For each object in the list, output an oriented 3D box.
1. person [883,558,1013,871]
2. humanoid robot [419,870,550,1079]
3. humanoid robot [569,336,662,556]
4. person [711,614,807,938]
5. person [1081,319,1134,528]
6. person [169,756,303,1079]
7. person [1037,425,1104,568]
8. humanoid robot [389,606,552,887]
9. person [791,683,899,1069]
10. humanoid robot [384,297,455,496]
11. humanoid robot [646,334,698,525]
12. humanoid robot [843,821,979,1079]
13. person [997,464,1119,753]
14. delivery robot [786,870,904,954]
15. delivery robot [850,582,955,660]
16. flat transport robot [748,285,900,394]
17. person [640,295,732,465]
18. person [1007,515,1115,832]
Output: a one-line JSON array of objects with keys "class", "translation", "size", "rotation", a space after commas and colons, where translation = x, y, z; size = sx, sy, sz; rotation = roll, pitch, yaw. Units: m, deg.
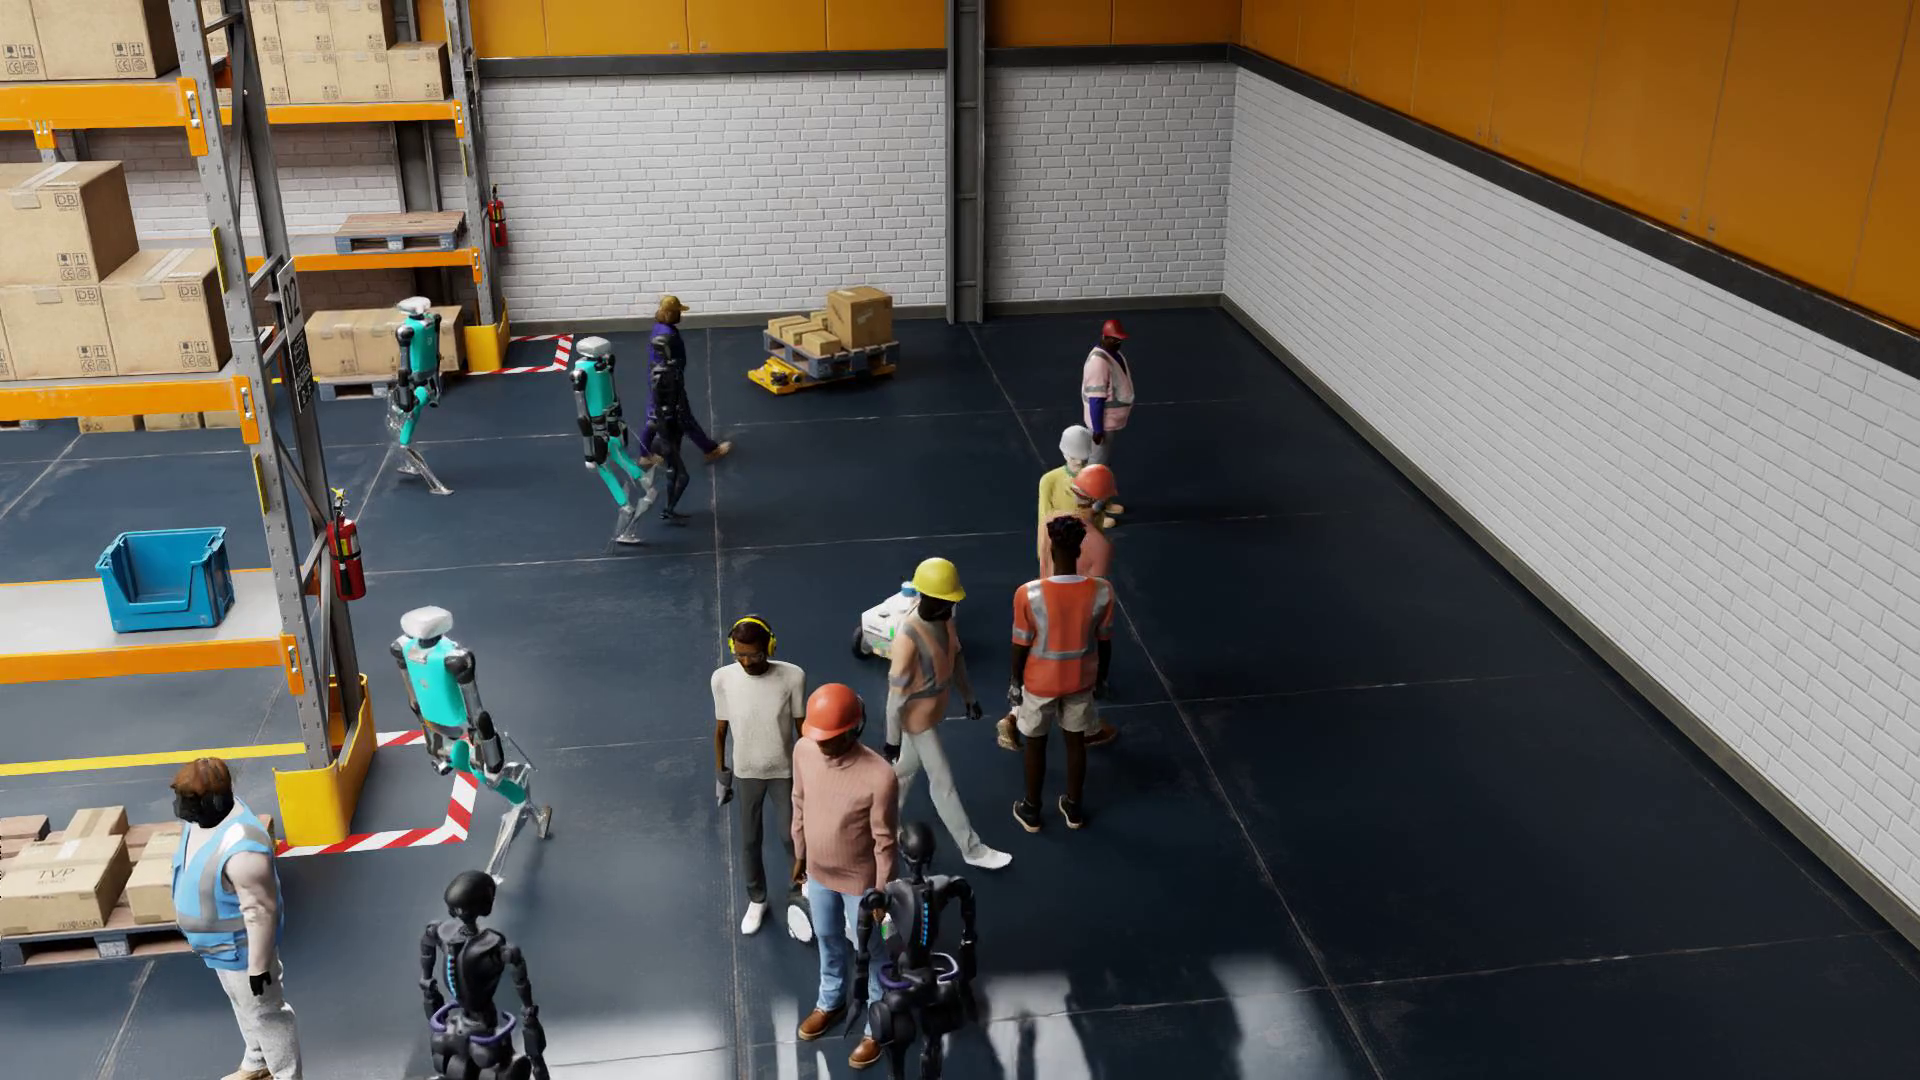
[{"class": "person", "translation": [-0.107, 0.959, 9.207], "size": [0.909, 1.880, 0.591], "rotation": [7, 25, 15]}, {"class": "humanoid robot", "translation": [-1.983, 2.118, 6.851], "size": [0.609, 1.674, 0.381], "rotation": [9, 25, 20]}, {"class": "humanoid robot", "translation": [-2.669, -0.696, 13.207], "size": [0.671, 1.833, 0.545], "rotation": [8, 25, 18]}, {"class": "person", "translation": [-1.014, 1.224, 8.640], "size": [0.521, 1.857, 0.343], "rotation": [0, 24, 1]}, {"class": "person", "translation": [1.229, -0.988, 13.804], "size": [0.418, 1.749, 0.608], "rotation": [9, 25, 19]}, {"class": "person", "translation": [-3.226, 1.775, 7.396], "size": [0.429, 1.841, 0.632], "rotation": [-20, 30, -37]}, {"class": "person", "translation": [0.759, 0.144, 11.084], "size": [0.491, 1.862, 0.798], "rotation": [-4, 24, -8]}, {"class": "humanoid robot", "translation": [-2.551, 1.072, 9.180], "size": [0.562, 1.795, 0.941], "rotation": [13, 27, 27]}, {"class": "person", "translation": [-0.553, 1.541, 7.755], "size": [0.615, 1.985, 0.395], "rotation": [17, 29, 33]}, {"class": "humanoid robot", "translation": [-4.816, -1.260, 14.433], "size": [0.956, 1.747, 0.549], "rotation": [8, 25, 17]}, {"class": "humanoid robot", "translation": [-2.382, -0.920, 13.741], "size": [0.328, 1.651, 0.605], "rotation": [4, 24, 9]}, {"class": "humanoid robot", "translation": [-0.217, 1.960, 7.185], "size": [0.607, 1.643, 0.508], "rotation": [-8, 25, -18]}, {"class": "person", "translation": [0.639, 0.473, 10.218], "size": [0.806, 1.958, 0.650], "rotation": [-17, 29, -33]}, {"class": "delivery robot", "translation": [-0.522, 1.911, 8.702], "size": [0.499, 0.606, 0.805], "rotation": [-21, 31, -39]}, {"class": "delivery robot", "translation": [-0.380, 0.586, 11.700], "size": [0.523, 0.589, 0.761], "rotation": [19, 30, 37]}, {"class": "flat transport robot", "translation": [-1.448, -1.821, 17.546], "size": [1.431, 0.231, 0.659], "rotation": [-15, 28, -30]}, {"class": "person", "translation": [-2.549, -1.447, 15.040], "size": [0.854, 1.572, 0.464], "rotation": [-9, 25, -20]}, {"class": "person", "translation": [0.574, 0.783, 9.529], "size": [0.611, 1.952, 0.388], "rotation": [-6, 24, -14]}]
